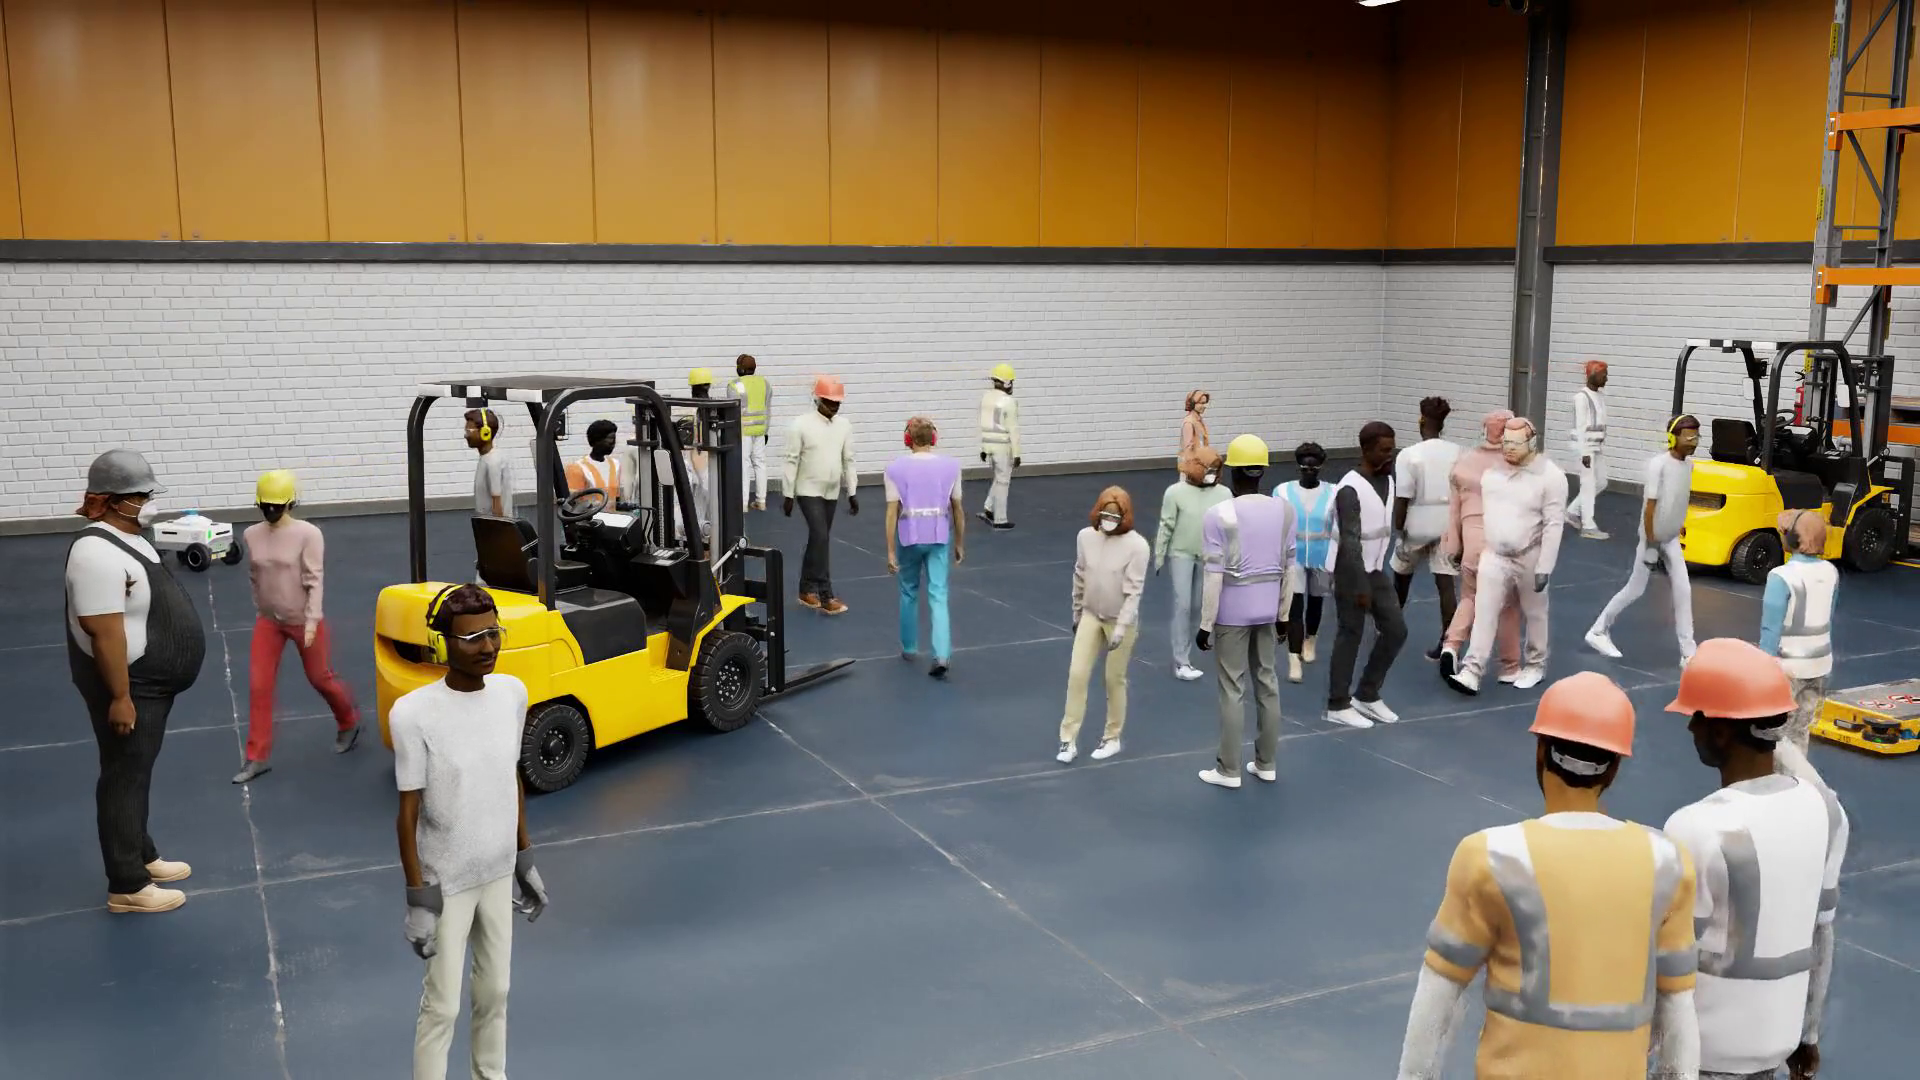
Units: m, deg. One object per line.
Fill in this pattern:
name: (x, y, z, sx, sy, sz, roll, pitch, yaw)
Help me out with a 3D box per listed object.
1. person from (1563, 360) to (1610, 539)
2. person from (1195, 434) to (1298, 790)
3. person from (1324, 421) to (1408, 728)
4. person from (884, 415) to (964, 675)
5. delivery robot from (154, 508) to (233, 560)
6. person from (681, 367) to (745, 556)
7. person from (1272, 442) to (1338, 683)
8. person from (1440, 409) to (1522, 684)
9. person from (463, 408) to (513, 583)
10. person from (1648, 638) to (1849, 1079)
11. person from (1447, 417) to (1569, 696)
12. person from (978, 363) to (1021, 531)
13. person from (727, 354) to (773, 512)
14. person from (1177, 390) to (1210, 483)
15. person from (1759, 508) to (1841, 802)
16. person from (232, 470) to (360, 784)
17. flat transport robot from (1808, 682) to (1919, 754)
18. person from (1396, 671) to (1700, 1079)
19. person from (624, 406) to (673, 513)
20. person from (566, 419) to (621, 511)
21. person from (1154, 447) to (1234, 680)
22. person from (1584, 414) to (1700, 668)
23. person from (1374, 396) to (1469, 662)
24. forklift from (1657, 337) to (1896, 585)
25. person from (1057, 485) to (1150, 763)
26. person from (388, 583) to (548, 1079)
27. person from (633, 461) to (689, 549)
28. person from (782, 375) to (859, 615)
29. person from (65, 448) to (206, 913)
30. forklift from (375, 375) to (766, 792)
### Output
person: (6.642, -0.956, 17.521, 0.530, 1.880, 0.586, 9, 13, 43)
person: (1.539, 0.390, 9.014, 0.594, 1.926, 0.367, -4, 10, -25)
person: (2.491, 0.223, 10.131, 0.547, 1.896, 0.610, 8, 12, 41)
person: (-0.234, 0.037, 11.642, 0.580, 1.801, 0.901, -2, 9, -12)
delivery robot: (-7.255, -0.055, 15.734, 0.707, 0.478, 0.477, 3, 10, 19)
person: (-2.473, -0.753, 16.305, 1.030, 1.872, 0.590, 5, 10, 26)
person: (2.429, 0.115, 11.590, 0.547, 1.645, 0.865, 2, 9, 11)
person: (3.587, 0.063, 11.162, 0.725, 1.890, 0.665, -9, 13, -43)
person: (-3.237, 0.002, 11.637, 0.529, 1.858, 0.544, -3, 10, -21)
person: (1.872, 1.191, 4.073, 0.545, 1.920, 0.431, -5, 11, -30)
person: (3.610, 0.120, 10.913, 0.652, 1.849, 1.008, 8, 12, 42)
person: (0.448, -0.992, 17.920, 0.426, 1.819, 0.621, -6, 11, -32)
person: (-2.486, -1.248, 19.436, 0.429, 1.846, 0.627, 9, 13, 44)
person: (2.309, -0.670, 16.492, 0.314, 1.636, 0.516, 3, 10, 19)
person: (4.199, 0.660, 8.273, 0.515, 1.631, 0.486, -5, 10, -28)
person: (-3.747, 0.434, 9.370, 0.519, 1.717, 0.830, 2, 9, 10)
flat transport robot: (5.783, 1.046, 10.072, 1.431, 0.197, 0.652, -4, 10, -25)
person: (1.330, 1.242, 3.875, 0.630, 1.870, 0.910, -1, 9, -9)
person: (-2.548, -0.325, 14.085, 0.534, 1.722, 0.816, 6, 11, 32)
person: (-2.797, -0.082, 12.710, 0.363, 1.688, 0.564, 6, 11, 31)
person: (1.643, 0.166, 11.428, 0.516, 1.604, 0.717, -2, 9, -13)
person: (4.948, -0.004, 11.820, 0.532, 1.820, 0.954, -5, 11, -30)
person: (3.385, -0.090, 12.097, 0.593, 1.896, 1.029, -2, 9, -9)
forklift: (7.551, -0.789, 15.507, 2.313, 2.155, 1.214, -4, 10, -25)
person: (0.794, 0.490, 9.386, 0.531, 1.607, 0.614, 6, 11, 33)
person: (-1.487, 1.048, 5.111, 0.334, 1.873, 0.521, 6, 11, 34)
person: (-2.094, -0.054, 12.157, 0.715, 1.804, 0.606, -5, 10, -26)
person: (-1.076, -0.365, 13.638, 0.894, 1.943, 0.636, 9, 13, 43)
person: (-3.628, 0.599, 7.368, 0.536, 2.000, 0.688, -3, 10, -19)
forklift: (-2.268, 0.149, 9.685, 1.214, 2.155, 2.313, 6, 11, 32)
